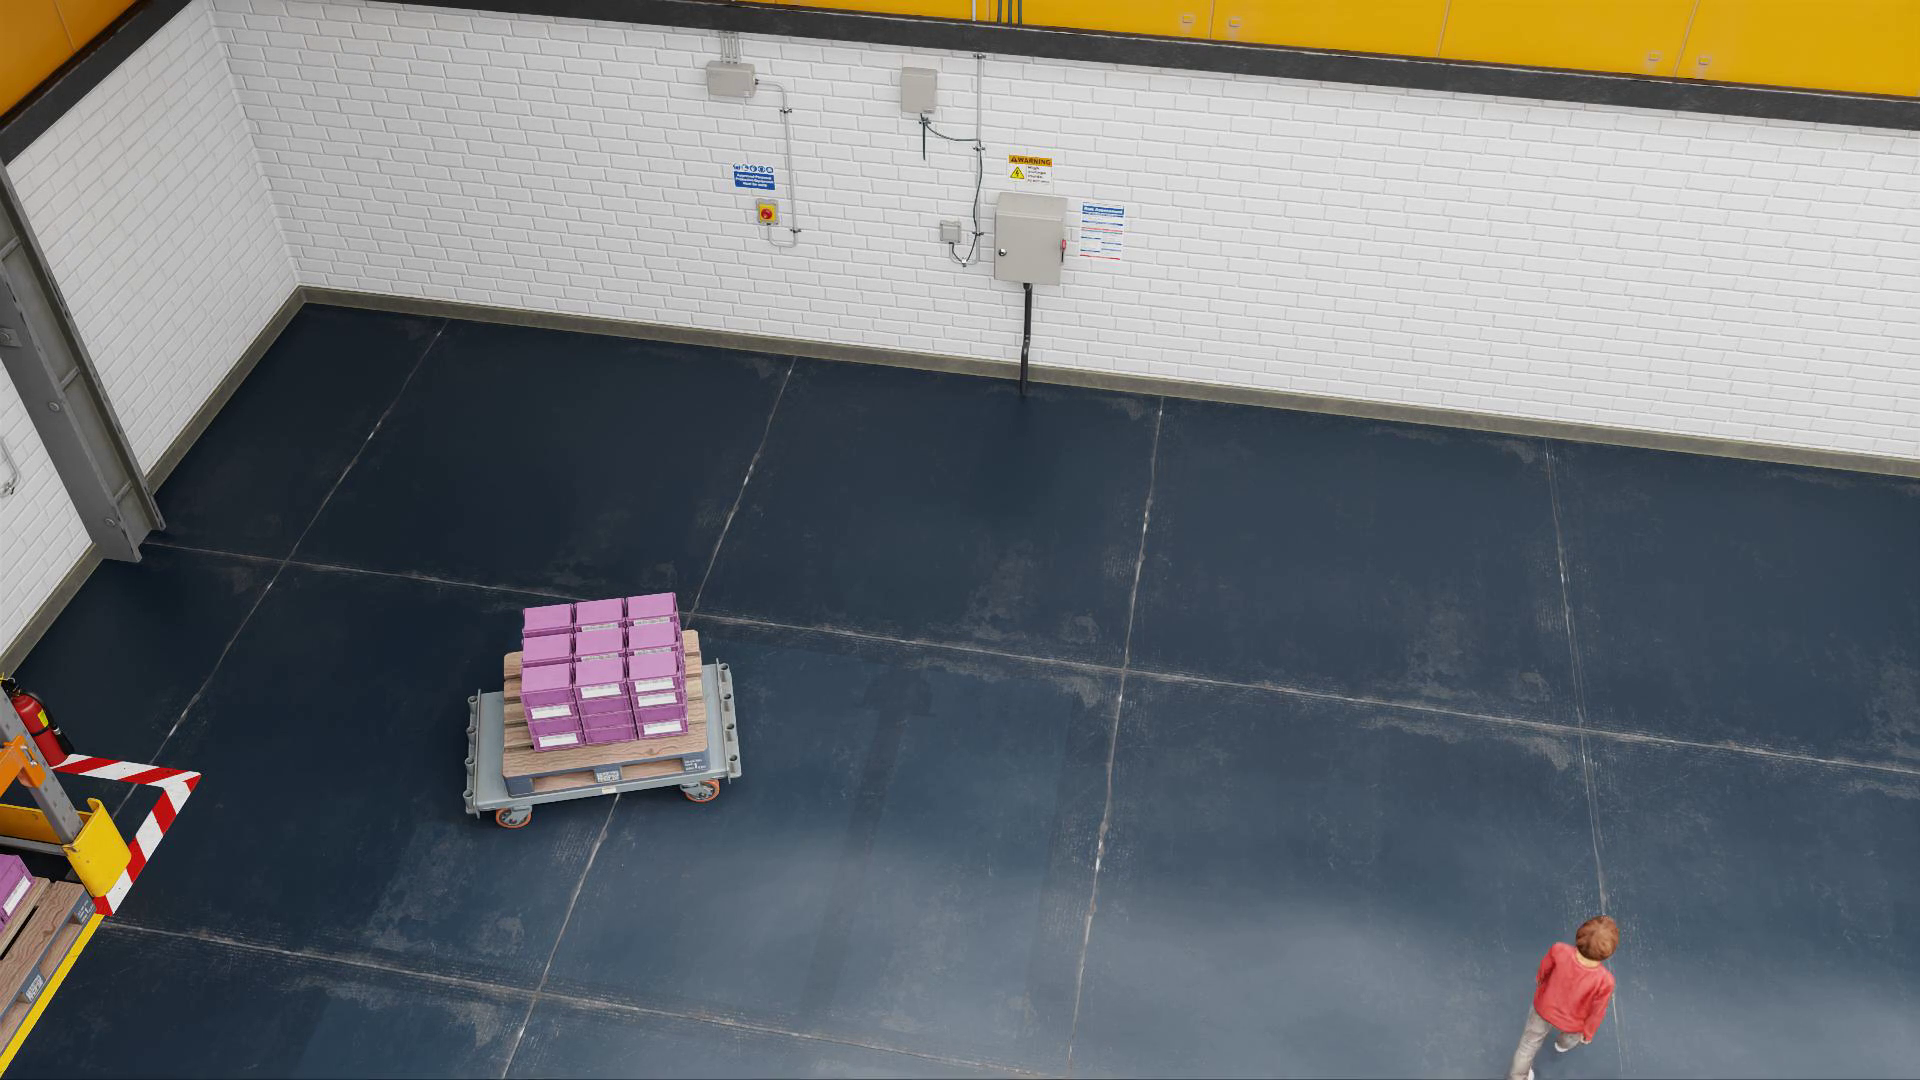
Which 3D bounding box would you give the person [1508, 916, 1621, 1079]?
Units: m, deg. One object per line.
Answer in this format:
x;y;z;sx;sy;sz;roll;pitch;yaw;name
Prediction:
3.032;2.429;8.461;0.798;1.392;0.957;30;51;28;person
